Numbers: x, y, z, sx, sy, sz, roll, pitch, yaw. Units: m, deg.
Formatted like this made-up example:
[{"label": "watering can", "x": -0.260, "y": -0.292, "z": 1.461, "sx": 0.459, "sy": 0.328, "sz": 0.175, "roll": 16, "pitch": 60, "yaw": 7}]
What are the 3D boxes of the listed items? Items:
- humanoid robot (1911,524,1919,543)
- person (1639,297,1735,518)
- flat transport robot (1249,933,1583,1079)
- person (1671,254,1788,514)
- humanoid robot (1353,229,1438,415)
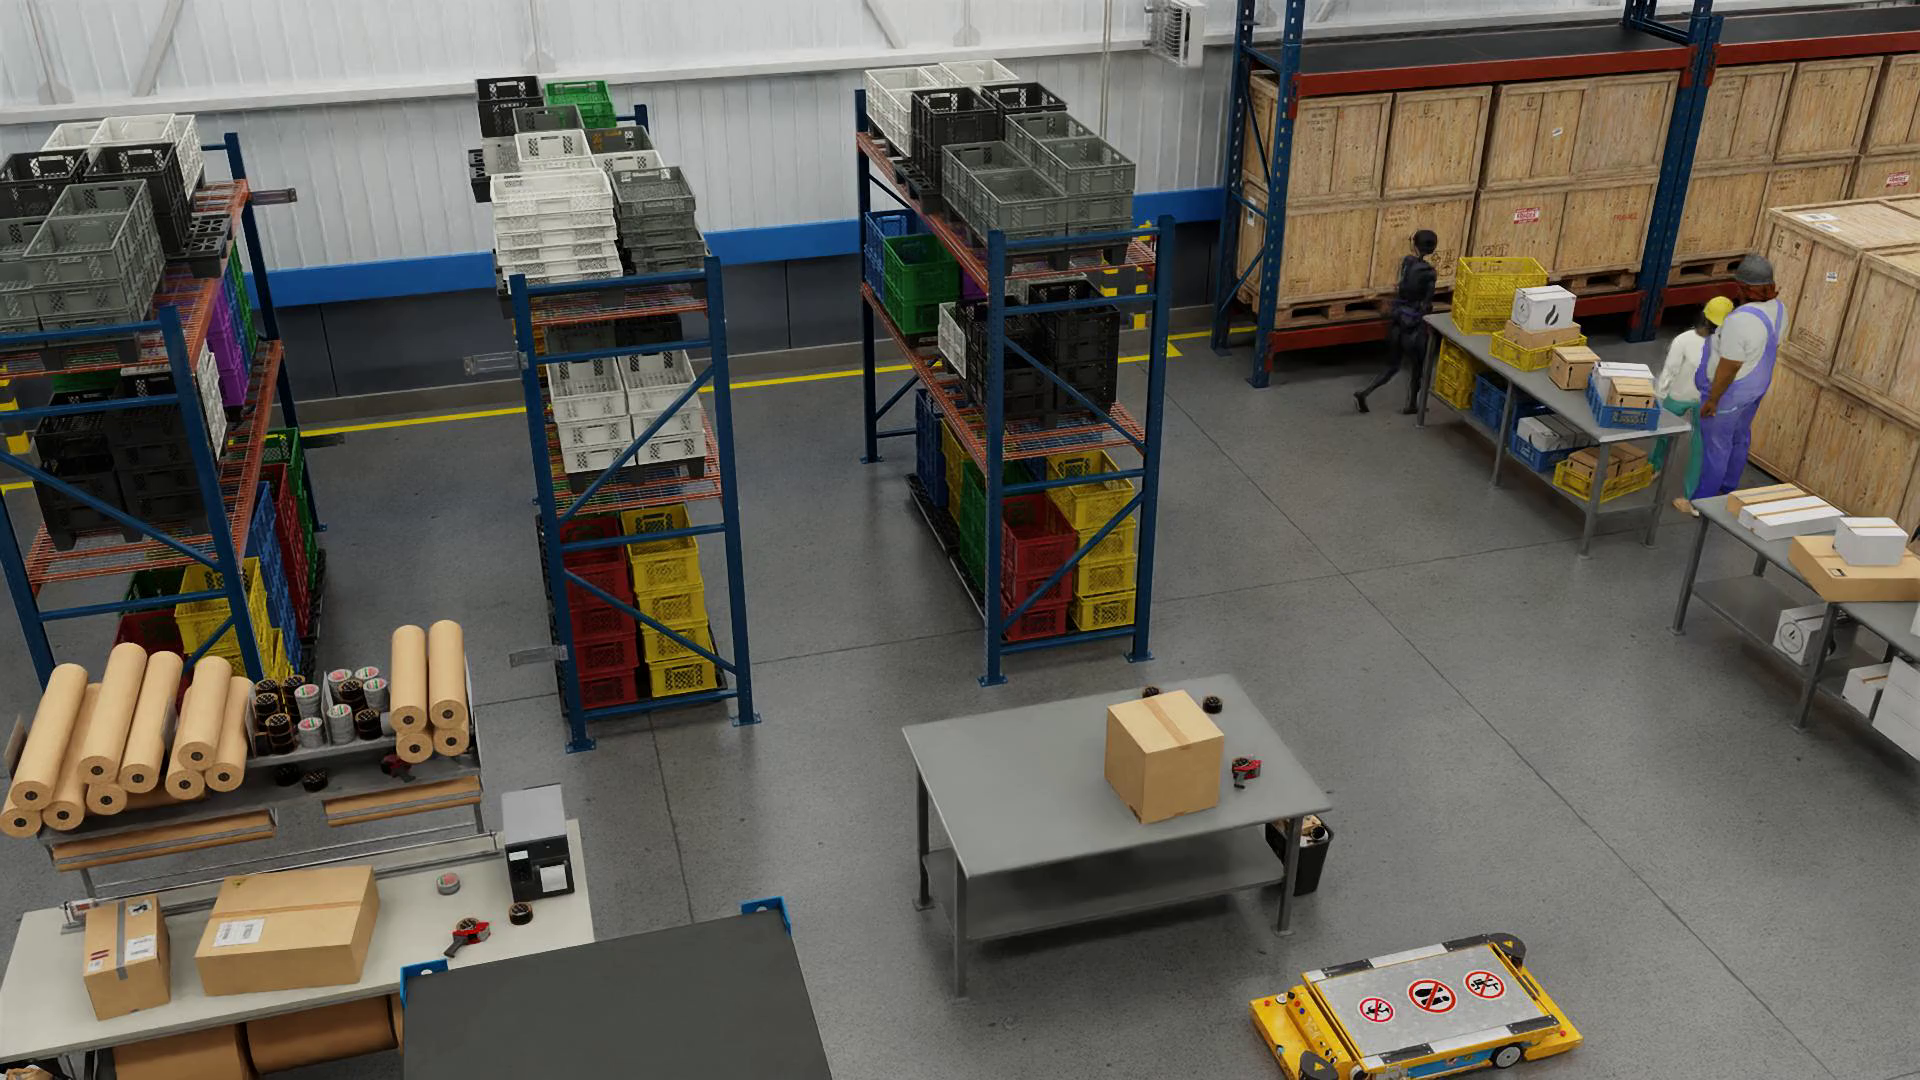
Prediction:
[{"label": "humanoid robot", "x": 6.487, "y": -0.040, "z": 10.758, "sx": 0.311, "sy": 1.657, "sz": 0.609, "roll": -12, "pitch": 31, "yaw": -20}, {"label": "person", "x": 5.554, "y": -1.083, "z": 12.641, "sx": 0.540, "sy": 1.706, "sz": 0.771, "roll": 4, "pitch": 29, "yaw": 7}, {"label": "flat transport robot", "x": 2.184, "y": 2.282, "z": 7.980, "sx": 1.431, "sy": 0.197, "sz": 0.652, "roll": -8, "pitch": 30, "yaw": -14}, {"label": "person", "x": 5.732, "y": -1.155, "z": 12.426, "sx": 0.682, "sy": 2.000, "sz": 0.536, "roll": -20, "pitch": 35, "yaw": -32}, {"label": "humanoid robot", "x": 3.744, "y": -1.824, "z": 14.033, "sx": 0.619, "sy": 1.637, "sz": 0.594, "roll": -9, "pitch": 30, "yaw": -15}]
